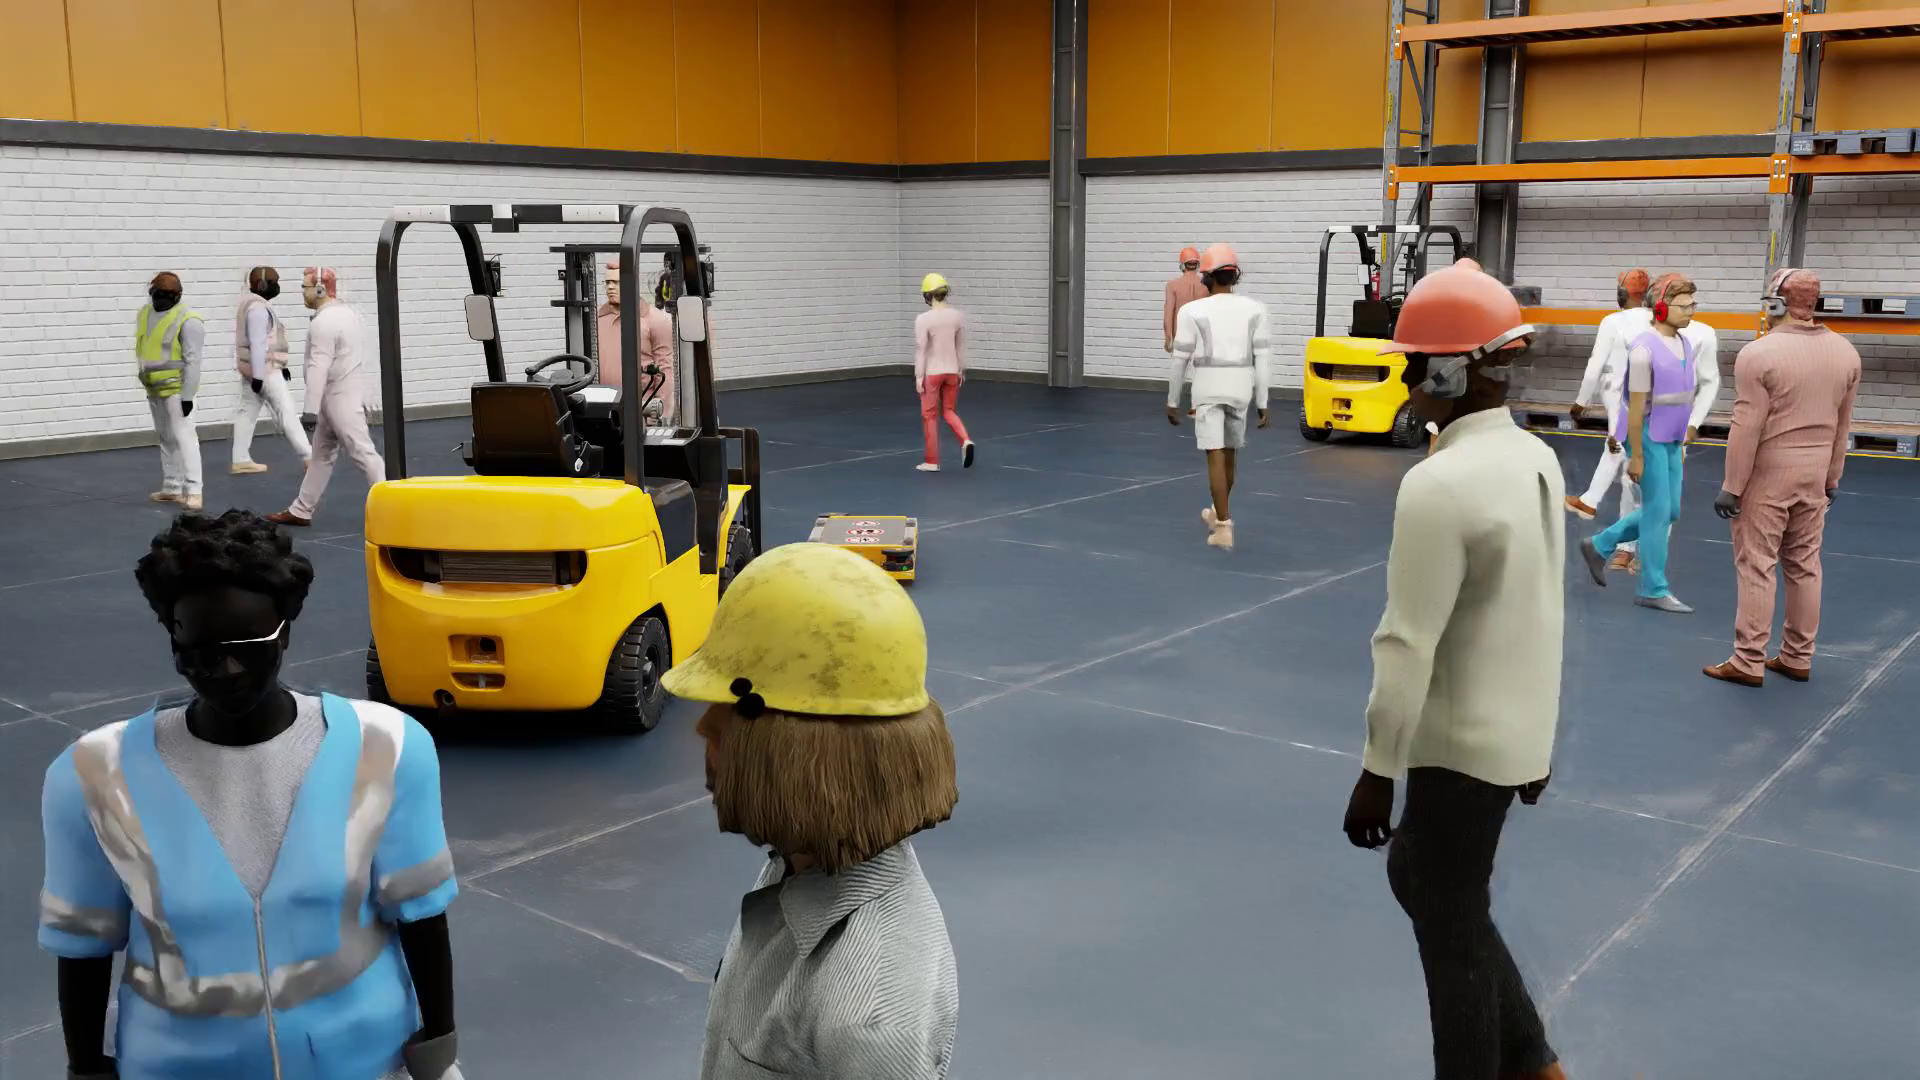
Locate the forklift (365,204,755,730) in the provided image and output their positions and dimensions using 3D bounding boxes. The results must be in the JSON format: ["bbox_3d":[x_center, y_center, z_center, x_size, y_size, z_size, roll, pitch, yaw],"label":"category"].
[{"bbox_3d":[-1.766,-0.406,7.525,1.214,2.155,2.313,1,10,7],"label":"forklift"}]

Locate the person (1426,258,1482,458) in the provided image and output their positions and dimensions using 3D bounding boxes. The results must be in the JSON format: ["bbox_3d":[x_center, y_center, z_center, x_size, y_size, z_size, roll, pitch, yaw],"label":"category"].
[{"bbox_3d":[3.661,-1.113,12.270,0.581,1.891,0.955,-2,10,-13],"label":"person"}]

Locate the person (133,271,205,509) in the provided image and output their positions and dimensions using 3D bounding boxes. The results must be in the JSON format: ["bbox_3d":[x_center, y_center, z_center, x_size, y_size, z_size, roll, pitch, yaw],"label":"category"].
[{"bbox_3d":[-6.053,-1.132,12.664,0.770,1.812,0.433,6,12,30],"label":"person"}]

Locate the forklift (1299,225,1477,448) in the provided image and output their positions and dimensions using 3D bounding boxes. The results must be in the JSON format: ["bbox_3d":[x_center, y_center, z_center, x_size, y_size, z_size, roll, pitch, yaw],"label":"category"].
[{"bbox_3d":[4.449,-2.115,16.993,1.214,2.155,2.313,8,13,38],"label":"forklift"}]

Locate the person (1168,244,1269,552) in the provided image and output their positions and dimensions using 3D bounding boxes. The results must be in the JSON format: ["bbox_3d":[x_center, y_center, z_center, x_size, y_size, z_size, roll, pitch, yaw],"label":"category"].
[{"bbox_3d":[1.702,-0.967,11.171,0.630,1.993,0.987,-2,10,-12],"label":"person"}]

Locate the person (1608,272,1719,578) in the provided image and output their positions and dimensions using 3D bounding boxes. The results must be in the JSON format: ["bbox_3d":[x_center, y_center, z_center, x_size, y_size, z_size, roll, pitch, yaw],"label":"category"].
[{"bbox_3d":[4.232,-0.686,10.055,0.611,1.842,0.574,7,12,34],"label":"person"}]

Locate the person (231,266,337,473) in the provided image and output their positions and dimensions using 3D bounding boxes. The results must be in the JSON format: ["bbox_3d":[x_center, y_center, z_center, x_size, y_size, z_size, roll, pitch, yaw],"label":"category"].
[{"bbox_3d":[-5.997,-1.488,14.590,0.921,1.796,0.645,-6,12,-30],"label":"person"}]

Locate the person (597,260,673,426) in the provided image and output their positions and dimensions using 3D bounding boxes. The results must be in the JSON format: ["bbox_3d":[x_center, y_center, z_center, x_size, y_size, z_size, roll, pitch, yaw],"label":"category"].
[{"bbox_3d":[-2.171,-0.844,10.746,0.643,1.909,0.409,3,11,16],"label":"person"}]

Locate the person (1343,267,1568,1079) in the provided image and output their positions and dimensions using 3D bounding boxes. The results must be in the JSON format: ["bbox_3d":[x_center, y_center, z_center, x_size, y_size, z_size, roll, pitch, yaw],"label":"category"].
[{"bbox_3d":[1.046,0.424,3.534,0.433,1.980,0.631,7,12,34],"label":"person"}]

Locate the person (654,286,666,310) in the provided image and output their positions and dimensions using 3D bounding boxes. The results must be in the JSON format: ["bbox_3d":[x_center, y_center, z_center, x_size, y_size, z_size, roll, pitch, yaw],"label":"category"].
[{"bbox_3d":[-2.550,-1.409,14.579,0.866,1.646,0.549,-1,10,-5],"label":"person"}]

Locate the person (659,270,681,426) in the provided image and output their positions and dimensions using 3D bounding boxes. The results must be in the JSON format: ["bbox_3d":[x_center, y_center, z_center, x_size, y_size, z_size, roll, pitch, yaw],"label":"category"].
[{"bbox_3d":[-2.172,-1.091,12.324,0.915,1.833,0.533,5,11,26],"label":"person"}]

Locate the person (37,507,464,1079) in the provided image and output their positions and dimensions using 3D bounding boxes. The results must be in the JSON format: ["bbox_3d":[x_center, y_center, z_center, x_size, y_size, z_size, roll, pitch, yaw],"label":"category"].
[{"bbox_3d":[-0.998,0.771,2.405,0.549,1.679,0.368,-5,11,-25],"label":"person"}]

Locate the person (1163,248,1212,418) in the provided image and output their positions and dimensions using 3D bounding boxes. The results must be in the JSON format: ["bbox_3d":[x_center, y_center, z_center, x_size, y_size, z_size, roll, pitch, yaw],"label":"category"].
[{"bbox_3d":[2.640,-2.391,19.213,0.646,1.938,1.044,-1,10,-5],"label":"person"}]

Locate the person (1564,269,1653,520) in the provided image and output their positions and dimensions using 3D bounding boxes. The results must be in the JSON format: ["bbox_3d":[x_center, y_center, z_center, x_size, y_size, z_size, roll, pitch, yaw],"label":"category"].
[{"bbox_3d":[4.662,-0.987,11.748,0.578,1.832,0.989,-5,12,-28],"label":"person"}]

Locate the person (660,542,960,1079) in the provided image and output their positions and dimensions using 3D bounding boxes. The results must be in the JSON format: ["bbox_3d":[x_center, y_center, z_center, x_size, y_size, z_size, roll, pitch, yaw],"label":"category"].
[{"bbox_3d":[-0.144,0.860,1.752,0.287,1.746,0.484,-2,10,-13],"label":"person"}]

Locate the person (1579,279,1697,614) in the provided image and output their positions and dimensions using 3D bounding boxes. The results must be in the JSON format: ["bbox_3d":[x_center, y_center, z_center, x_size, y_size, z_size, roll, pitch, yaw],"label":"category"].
[{"bbox_3d":[3.802,-0.531,9.236,0.569,1.831,0.655,-10,14,-43],"label":"person"}]

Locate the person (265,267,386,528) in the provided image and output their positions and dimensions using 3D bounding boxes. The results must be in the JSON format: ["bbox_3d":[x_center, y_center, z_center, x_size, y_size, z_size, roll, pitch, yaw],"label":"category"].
[{"bbox_3d":[-4.403,-0.983,11.686,1.013,1.848,0.665,-2,10,-9],"label":"person"}]

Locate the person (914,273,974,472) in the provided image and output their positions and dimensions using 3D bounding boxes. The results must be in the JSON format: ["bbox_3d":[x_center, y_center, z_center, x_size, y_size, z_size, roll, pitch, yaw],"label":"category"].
[{"bbox_3d":[-0.154,-1.448,14.510,0.540,1.751,0.530,-8,13,-36],"label":"person"}]

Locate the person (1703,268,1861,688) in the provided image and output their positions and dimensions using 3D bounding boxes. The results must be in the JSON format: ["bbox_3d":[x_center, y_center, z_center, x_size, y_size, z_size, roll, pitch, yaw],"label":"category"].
[{"bbox_3d":[3.738,-0.278,7.614,0.651,1.905,0.409,-3,11,-18],"label":"person"}]

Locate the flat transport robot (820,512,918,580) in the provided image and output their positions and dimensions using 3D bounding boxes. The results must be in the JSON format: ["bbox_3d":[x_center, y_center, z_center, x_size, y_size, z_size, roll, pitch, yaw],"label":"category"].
[{"bbox_3d":[-0.601,0.027,10.454,0.652,0.197,1.431,0,10,0],"label":"flat transport robot"}]
